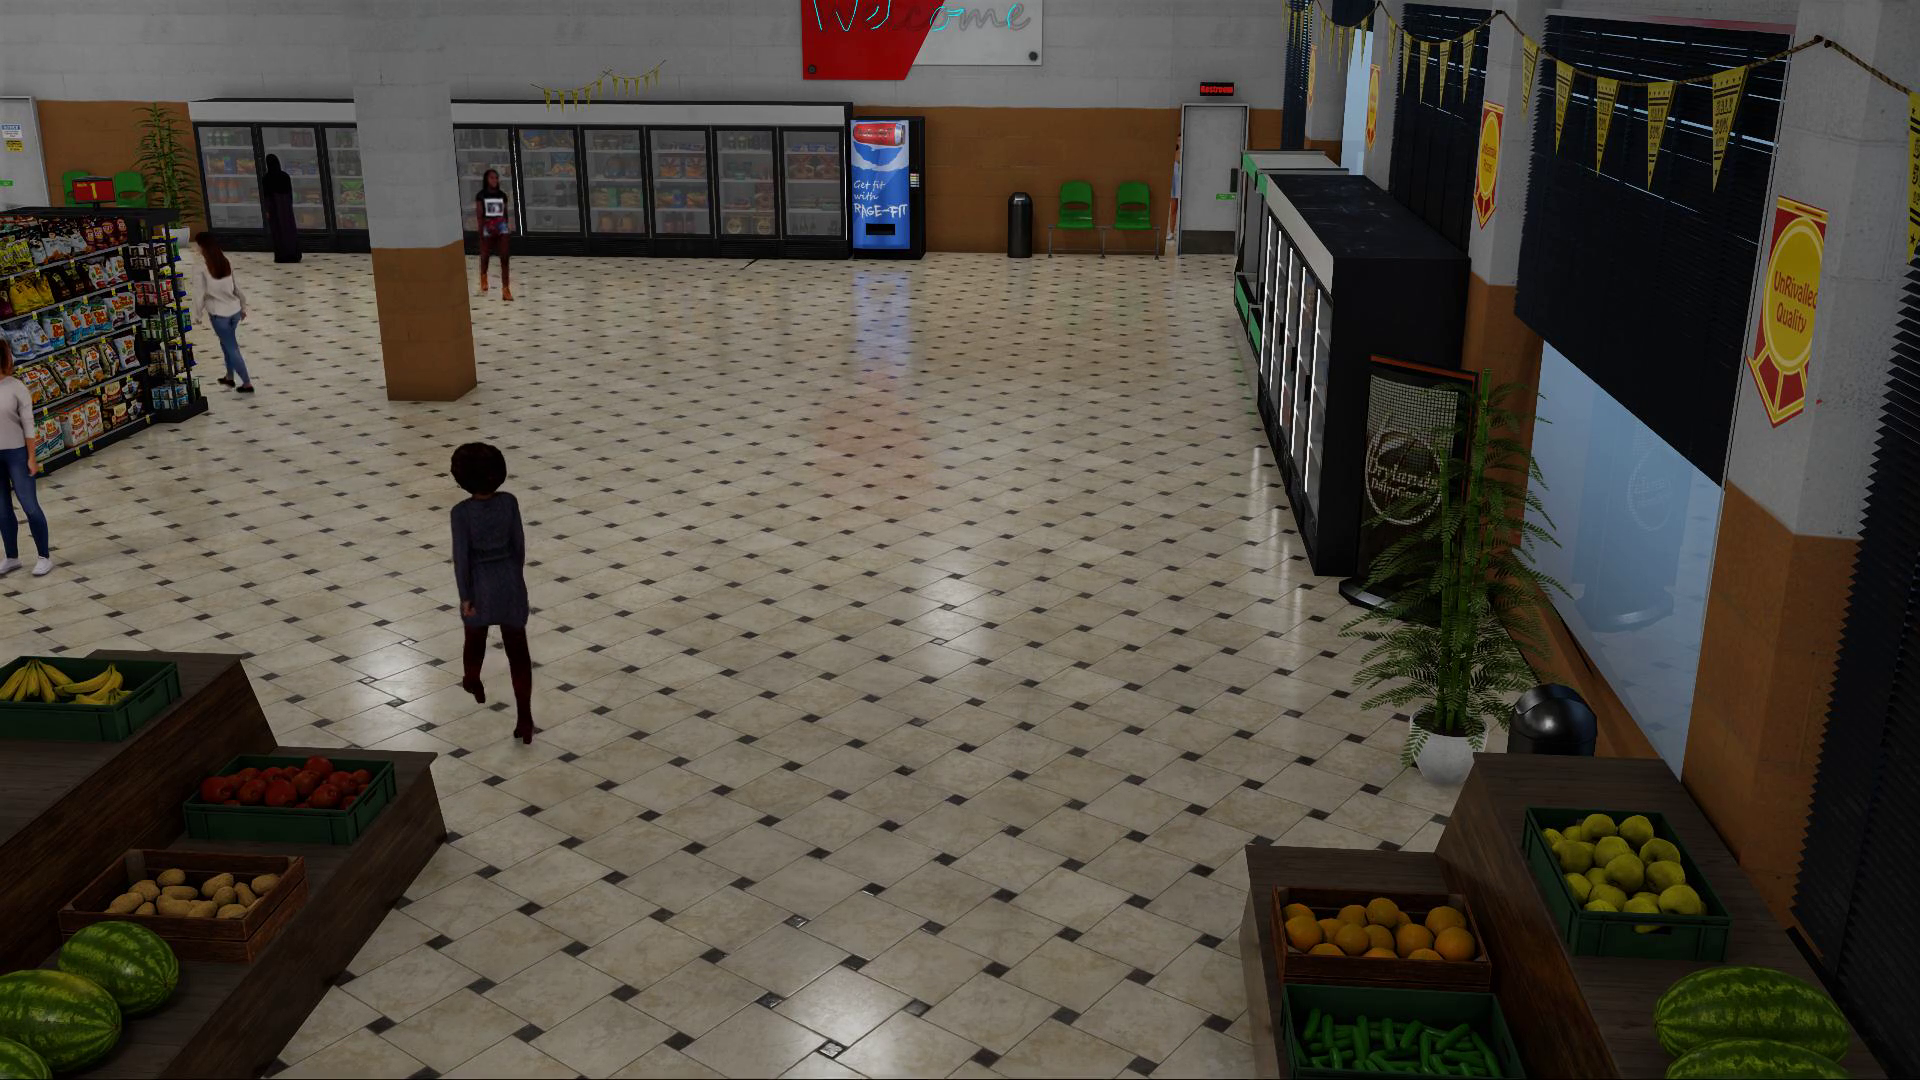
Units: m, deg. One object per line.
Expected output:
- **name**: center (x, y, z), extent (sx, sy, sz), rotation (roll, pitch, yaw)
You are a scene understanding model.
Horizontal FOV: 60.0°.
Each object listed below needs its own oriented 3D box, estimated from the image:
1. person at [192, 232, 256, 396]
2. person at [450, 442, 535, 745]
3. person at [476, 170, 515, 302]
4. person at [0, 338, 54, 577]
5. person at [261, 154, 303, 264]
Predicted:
- **person**: center (-7.443, -2.273, 16.932), extent (0.894, 1.662, 0.914), rotation (11, 22, 30)
- **person**: center (-2.539, 0.328, 9.201), extent (0.980, 1.673, 1.150), rotation (-10, 21, -28)
- **person**: center (-6.235, -4.051, 22.129), extent (0.973, 1.711, 1.108), rotation (-12, 22, -31)
- **person**: center (-6.785, -0.590, 11.849), extent (0.614, 1.720, 0.532), rotation (1, 19, 2)
- **person**: center (-10.275, -5.010, 25.129), extent (0.719, 1.611, 0.778), rotation (-15, 24, -37)
